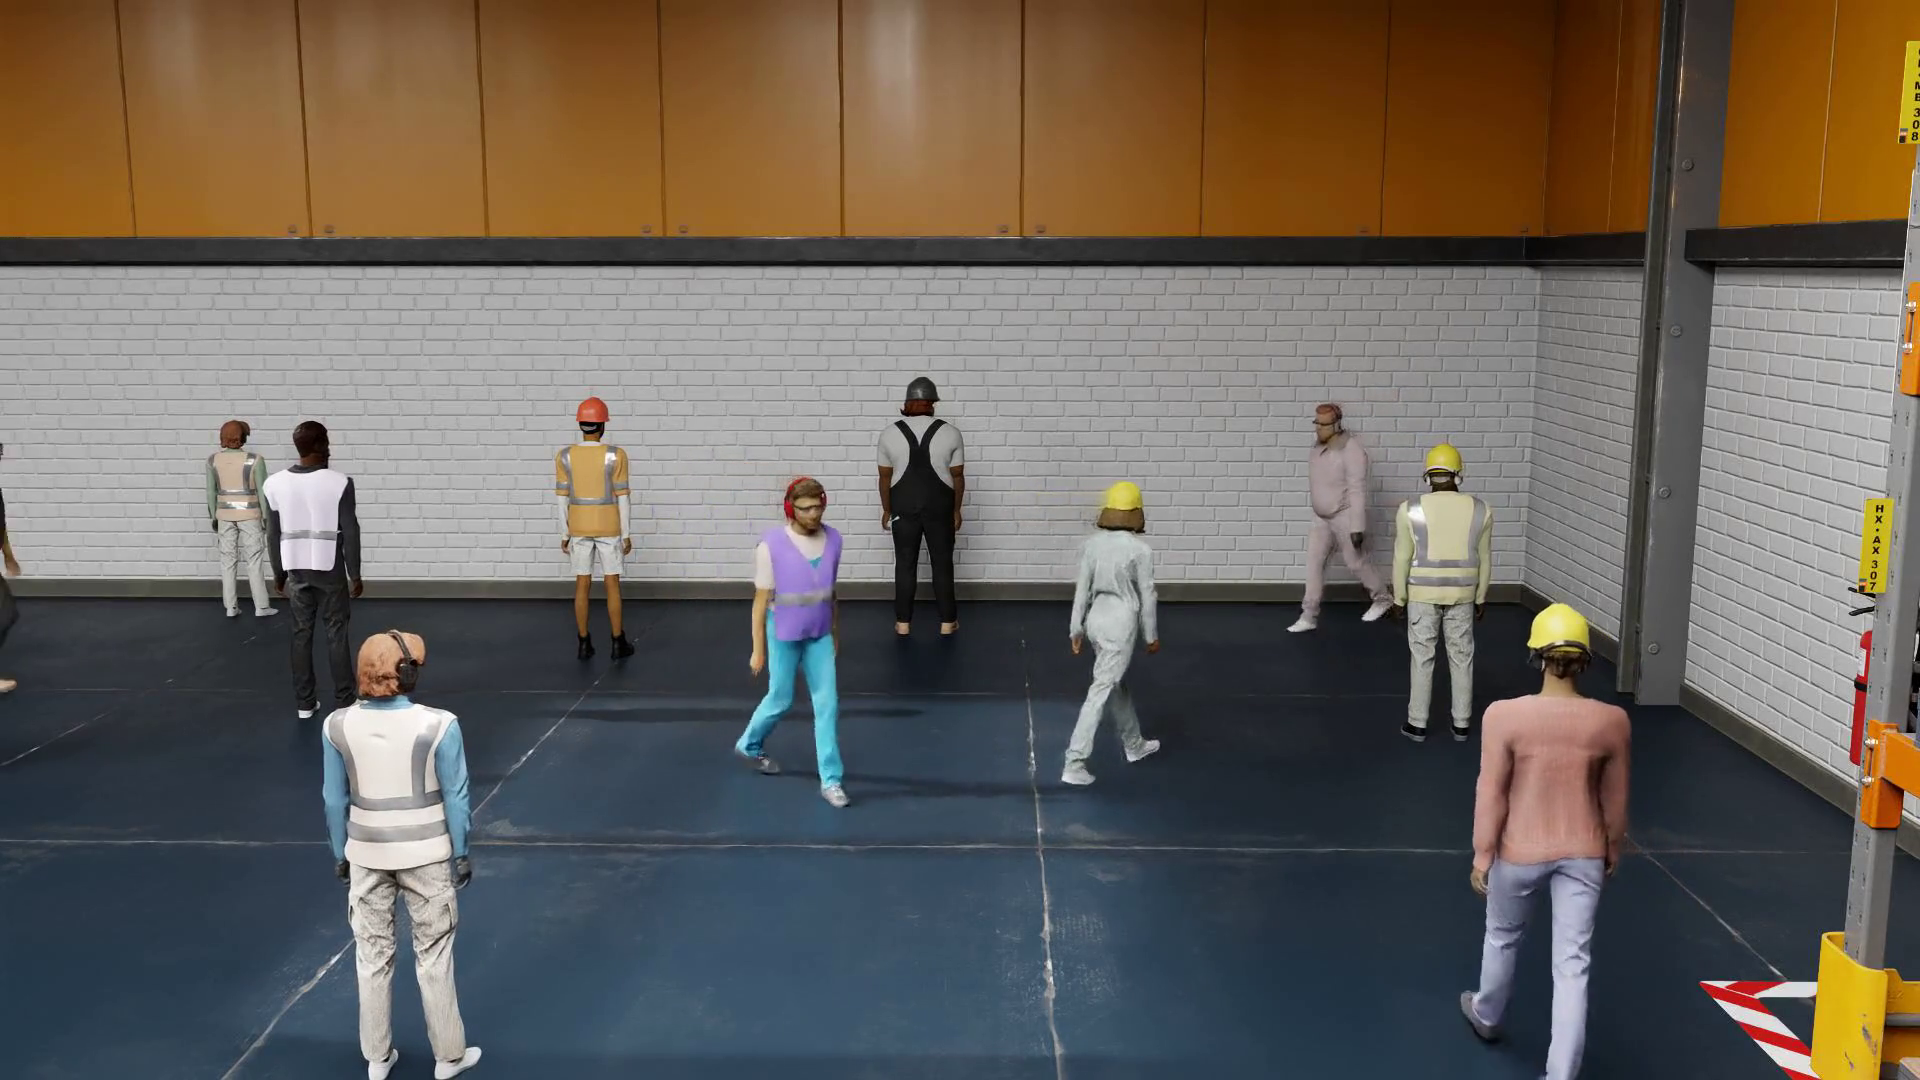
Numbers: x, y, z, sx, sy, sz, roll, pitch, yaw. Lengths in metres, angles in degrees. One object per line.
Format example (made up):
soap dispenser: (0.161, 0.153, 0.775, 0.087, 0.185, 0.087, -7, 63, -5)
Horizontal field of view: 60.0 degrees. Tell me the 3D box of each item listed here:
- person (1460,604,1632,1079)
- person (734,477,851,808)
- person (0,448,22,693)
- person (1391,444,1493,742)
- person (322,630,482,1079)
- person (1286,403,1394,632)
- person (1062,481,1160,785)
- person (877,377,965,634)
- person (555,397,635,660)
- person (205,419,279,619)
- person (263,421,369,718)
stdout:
person: (2.076, 1.075, 5.929, 0.553, 1.725, 0.846, 1, 10, 5)
person: (-0.924, 0.519, 9.141, 0.623, 1.797, 0.899, -8, 12, -39)
person: (-6.565, 0.145, 11.225, 0.452, 1.831, 0.507, -3, 10, -17)
person: (2.926, 0.327, 10.151, 0.591, 1.828, 0.404, 1, 9, 3)
person: (-1.984, 1.133, 5.899, 0.515, 1.636, 0.314, 1, 9, 3)
person: (3.089, -0.188, 13.254, 0.996, 1.842, 0.649, -6, 11, -30)
person: (0.861, 0.515, 9.441, 0.927, 1.690, 0.473, -9, 13, -42)
person: (-0.298, -0.274, 13.116, 0.680, 2.000, 0.536, 1, 9, 3)
person: (-2.684, -0.081, 12.262, 0.546, 1.939, 0.375, 1, 9, 3)
person: (-5.913, -0.165, 13.658, 0.515, 1.641, 0.314, 1, 9, 3)
person: (-4.130, 0.198, 10.662, 0.590, 1.916, 0.399, 1, 9, 3)
